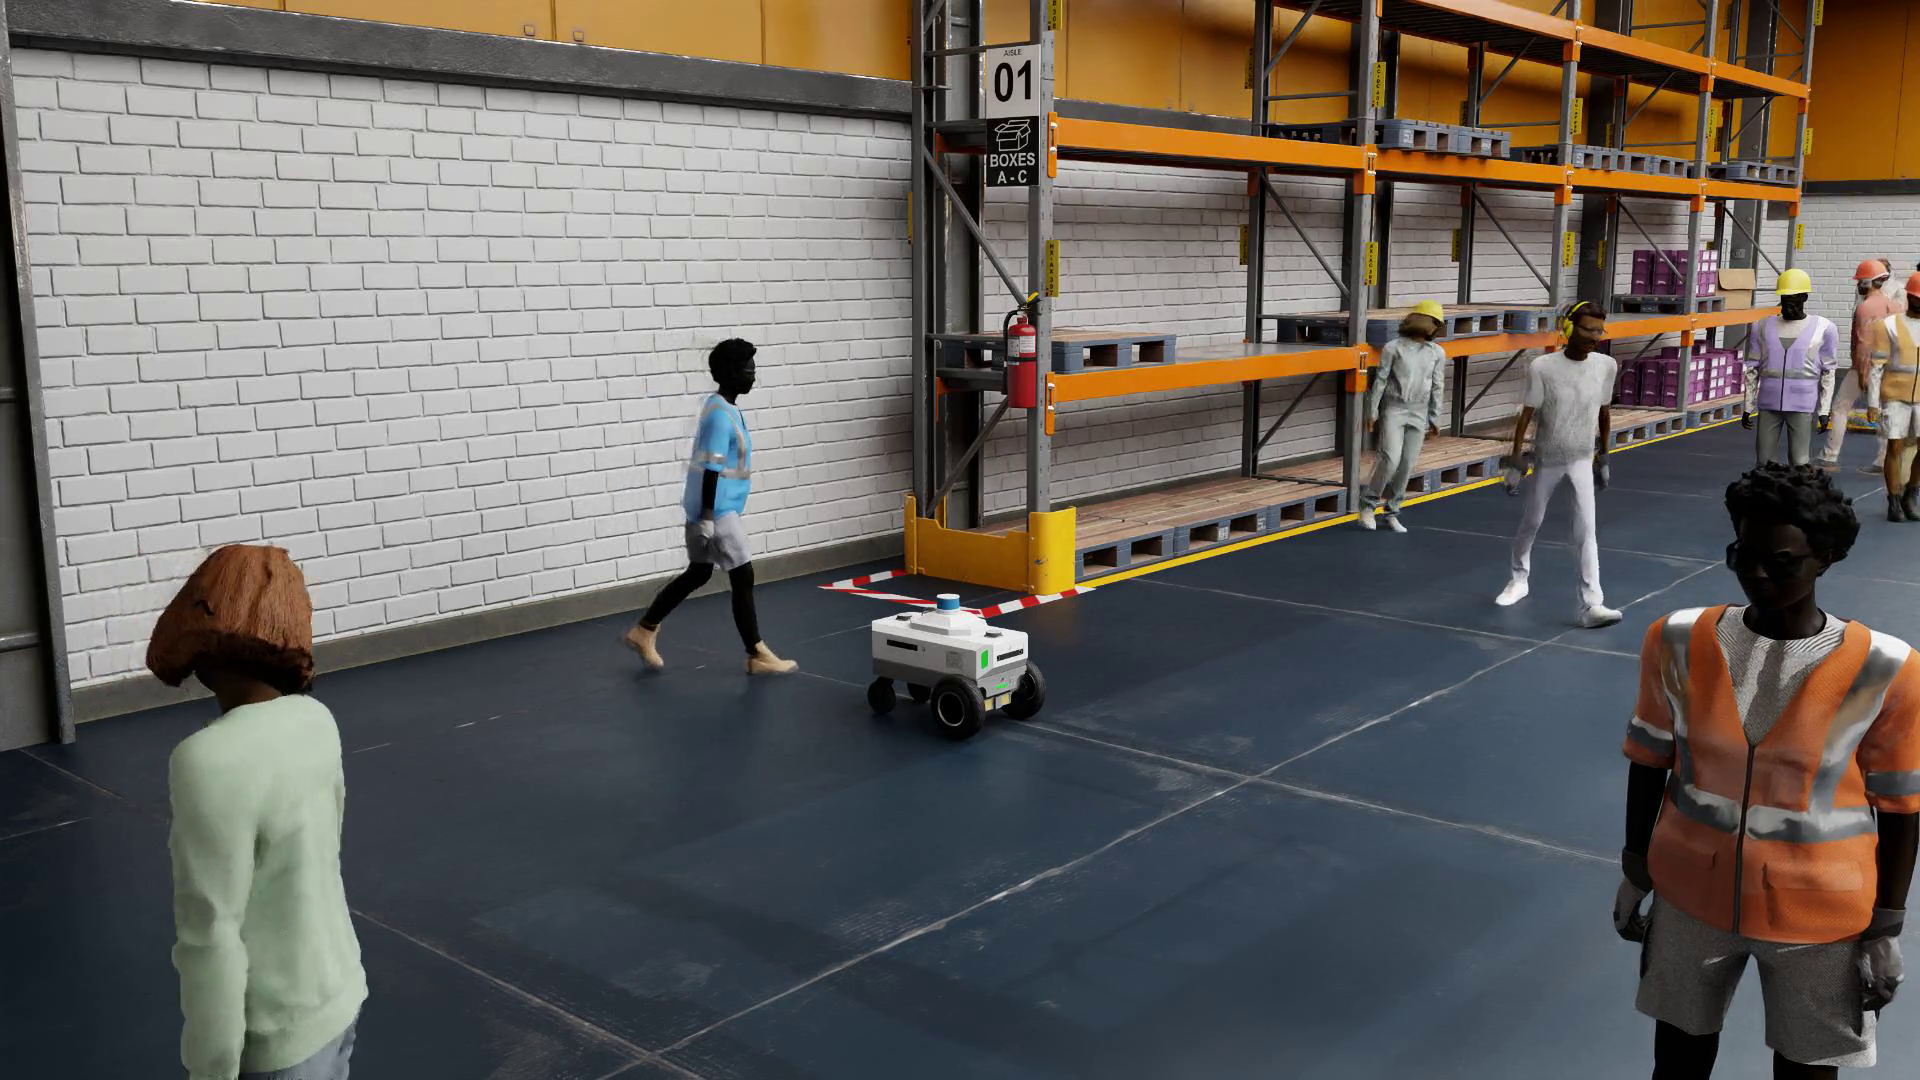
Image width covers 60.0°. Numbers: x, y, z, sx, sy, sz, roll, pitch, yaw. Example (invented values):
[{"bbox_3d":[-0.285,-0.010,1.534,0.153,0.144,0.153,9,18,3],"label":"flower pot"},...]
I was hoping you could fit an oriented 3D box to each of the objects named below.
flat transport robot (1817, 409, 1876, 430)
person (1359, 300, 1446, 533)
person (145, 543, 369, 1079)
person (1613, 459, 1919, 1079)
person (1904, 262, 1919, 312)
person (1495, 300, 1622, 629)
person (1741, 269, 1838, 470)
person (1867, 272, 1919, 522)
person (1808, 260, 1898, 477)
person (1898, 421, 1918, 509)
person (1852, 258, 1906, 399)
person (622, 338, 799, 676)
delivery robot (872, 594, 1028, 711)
[{"bbox_3d":[10.501,-1.330,18.688,1.431,0.197,0.652,8,13,40],"label":"flat transport robot"},{"bbox_3d":[3.244,-0.887,12.109,0.578,1.699,0.365,-2,10,-14],"label":"person"},{"bbox_3d":[-1.095,0.811,2.734,0.382,1.601,0.571,-1,10,-6],"label":"person"},{"bbox_3d":[1.498,0.689,3.130,0.540,1.697,0.317,8,13,40],"label":"person"},{"bbox_3d":[13.477,-2.987,23.474,0.621,1.934,0.957,6,12,30],"label":"person"},{"bbox_3d":[3.347,-0.430,9.277,0.614,1.786,1.044,0,10,1],"label":"person"},{"bbox_3d":[5.932,-0.974,11.947,0.594,1.925,0.379,8,13,40],"label":"person"},{"bbox_3d":[7.144,-1.067,12.507,0.593,1.909,0.462,3,10,17],"label":"person"},{"bbox_3d":[8.250,-1.578,15.282,0.612,1.957,0.889,-6,11,-29],"label":"person"},{"bbox_3d":[7.565,-0.996,12.954,0.500,1.622,0.378,6,12,31],"label":"person"},{"bbox_3d":[12.547,-2.881,22.775,0.635,1.937,0.354,8,13,40],"label":"person"},{"bbox_3d":[-1.248,-0.149,8.047,0.829,1.655,0.553,-1,10,-6],"label":"person"},{"bbox_3d":[-0.053,0.480,7.311,0.707,0.478,0.477,8,13,40],"label":"delivery robot"}]
